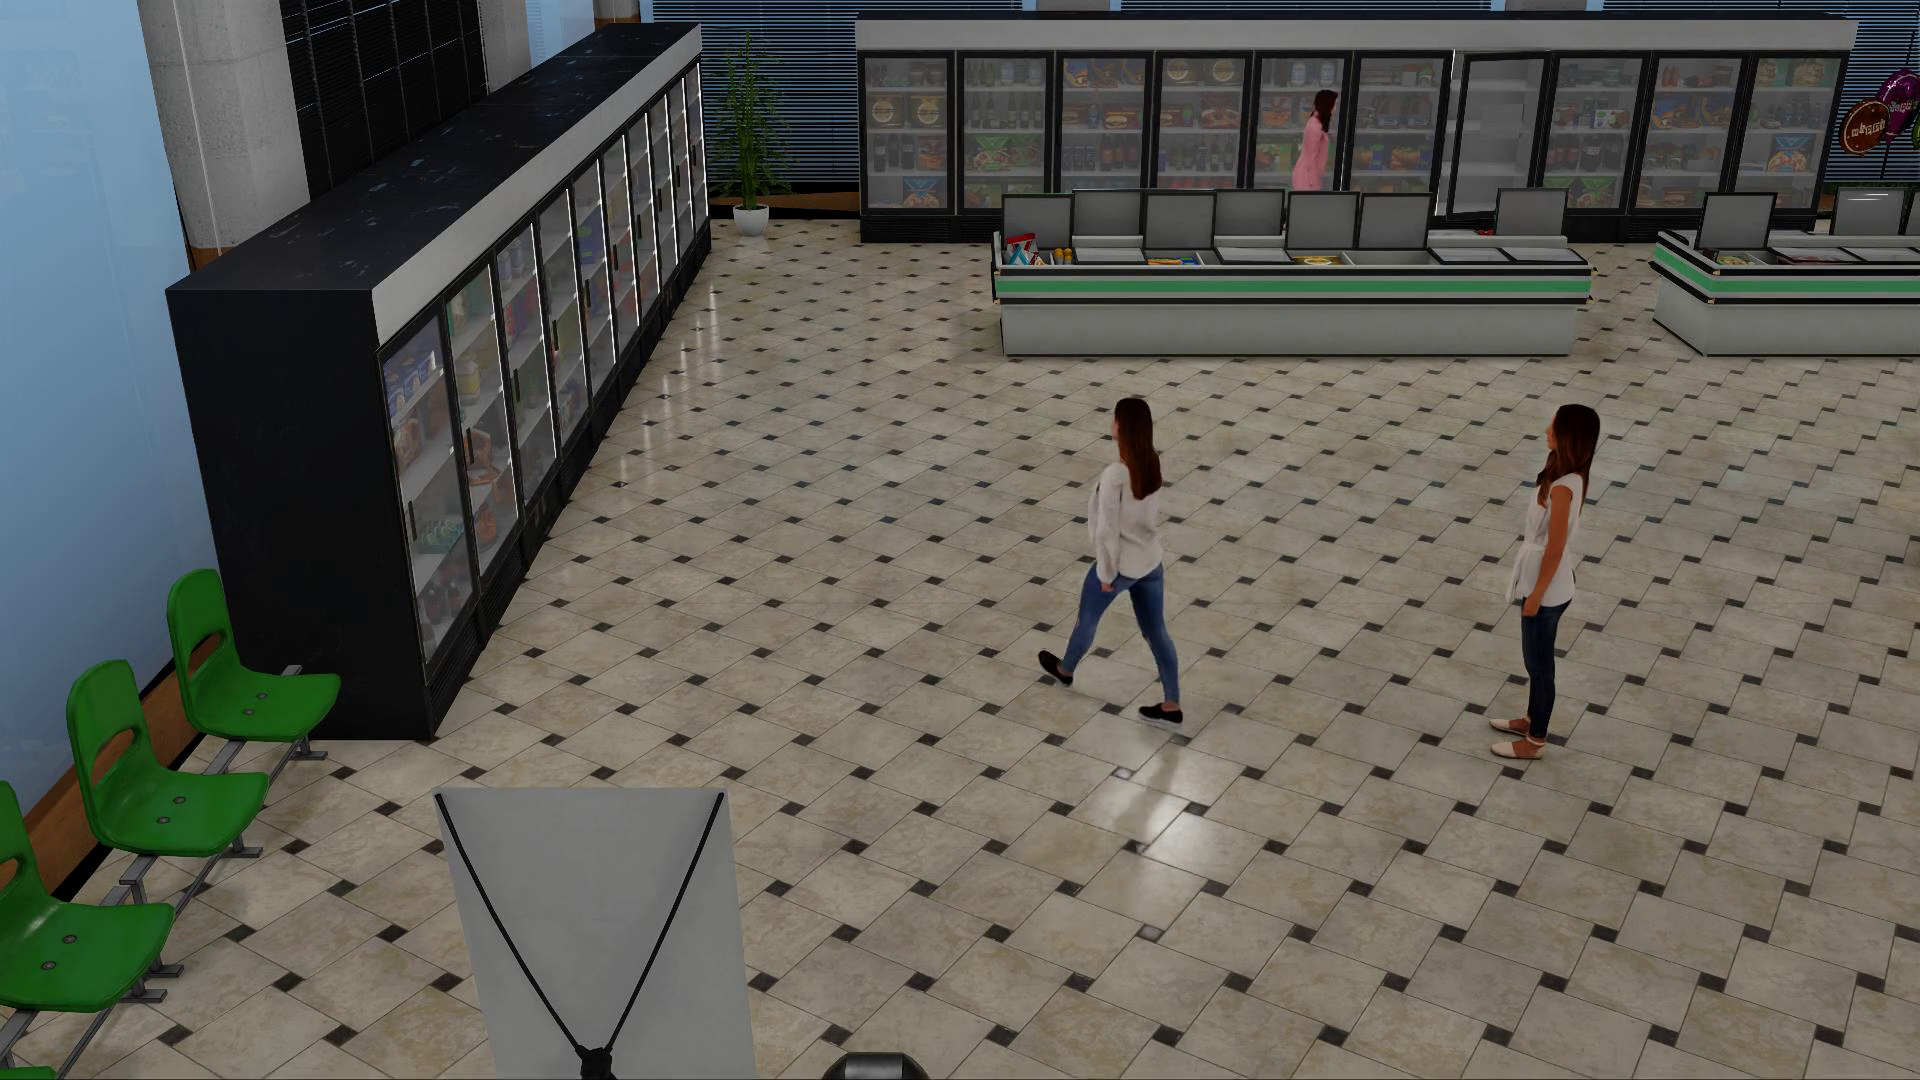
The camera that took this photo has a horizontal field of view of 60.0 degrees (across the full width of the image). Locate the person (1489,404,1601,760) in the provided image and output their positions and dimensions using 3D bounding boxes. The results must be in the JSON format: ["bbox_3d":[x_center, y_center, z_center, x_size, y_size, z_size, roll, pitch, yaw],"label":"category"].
[{"bbox_3d":[2.787,0.207,7.865,0.637,1.785,0.656,8,25,19],"label":"person"}]

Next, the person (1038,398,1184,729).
[{"bbox_3d":[0.903,0.160,8.158,1.149,1.635,1.107,21,31,39],"label":"person"}]

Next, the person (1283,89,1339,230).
[{"bbox_3d":[3.333,-3.524,16.404,0.901,1.774,0.735,6,24,12],"label":"person"}]
